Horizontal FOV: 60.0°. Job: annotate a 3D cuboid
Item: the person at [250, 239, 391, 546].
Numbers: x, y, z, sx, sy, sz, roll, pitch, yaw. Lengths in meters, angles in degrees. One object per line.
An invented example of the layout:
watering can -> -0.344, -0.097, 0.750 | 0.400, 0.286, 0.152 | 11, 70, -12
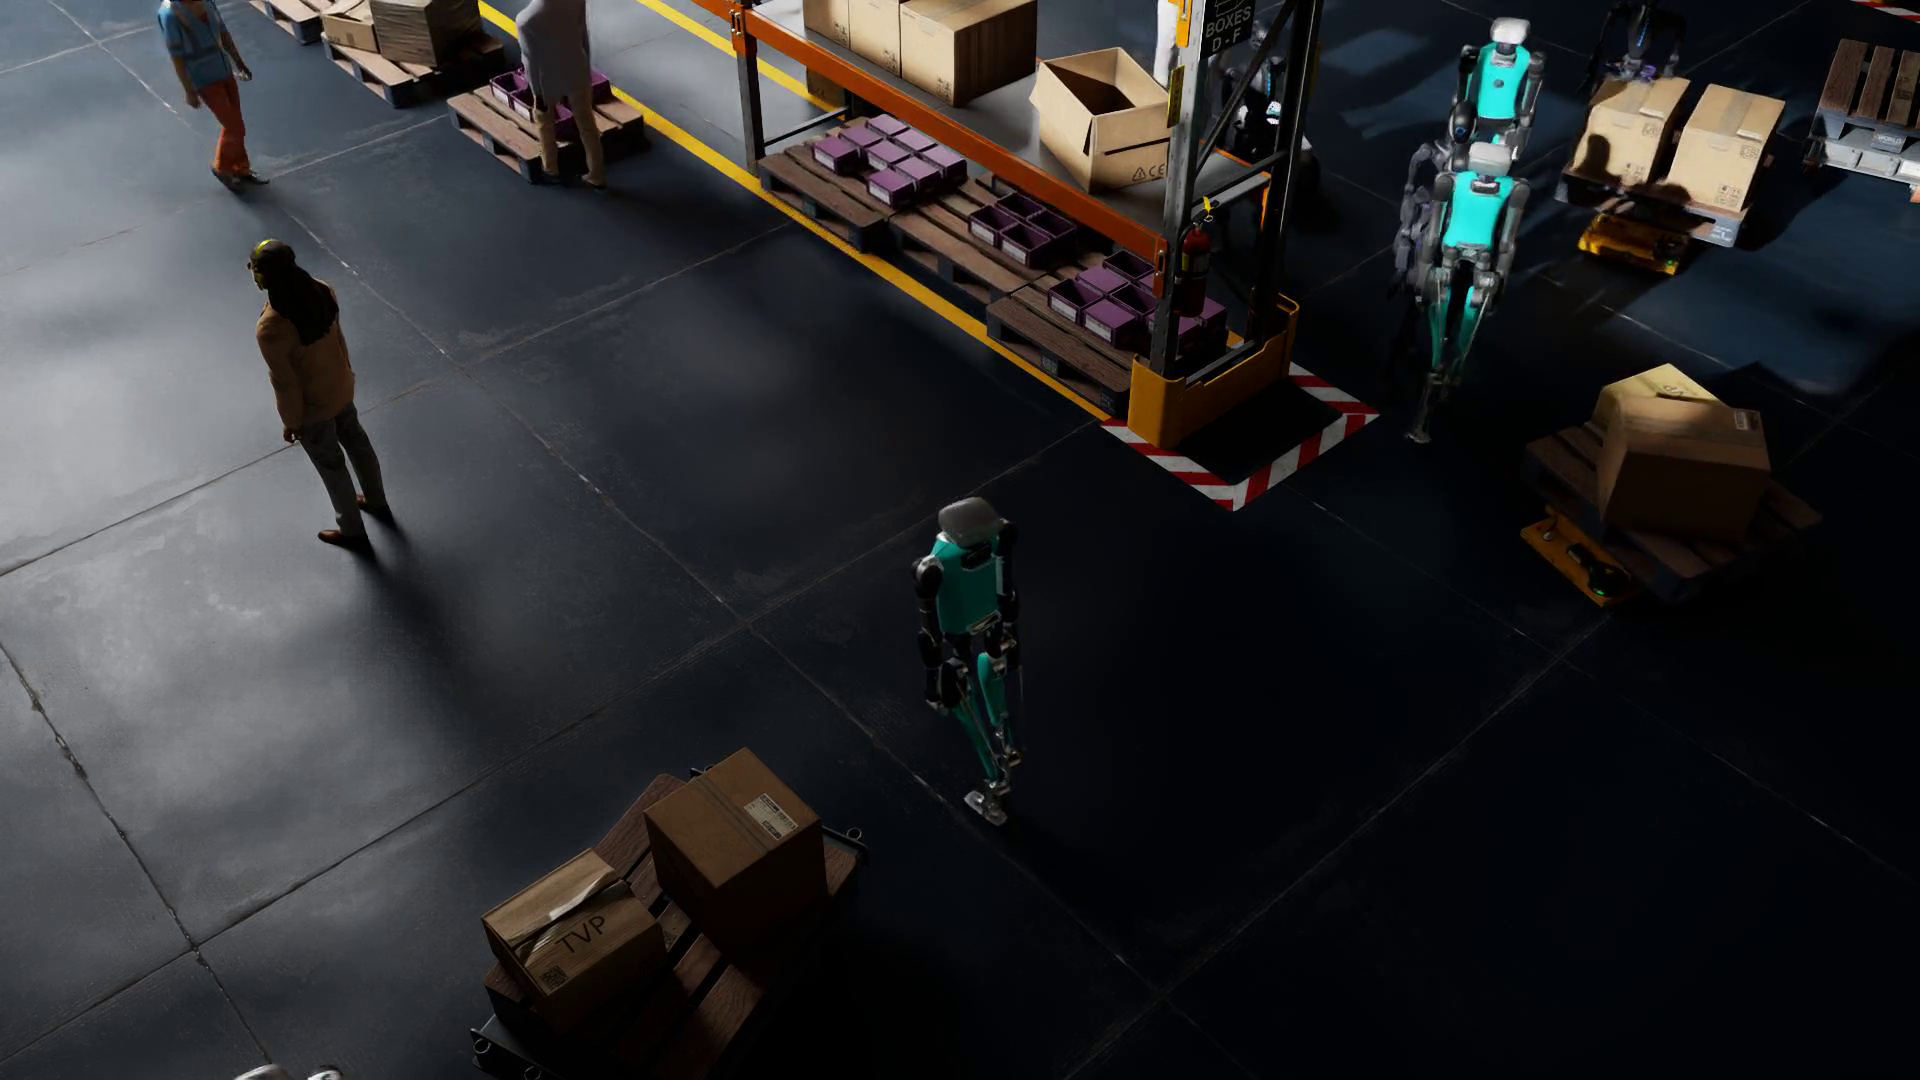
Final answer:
person -> -3.355, -0.757, 8.734 | 0.411, 1.877, 0.553 | 12, 44, 12

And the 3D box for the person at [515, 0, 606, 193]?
person -> -2.814, -3.260, 11.565 | 0.583, 1.725, 0.703 | -31, 51, -29

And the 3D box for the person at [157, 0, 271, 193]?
person -> -5.140, -3.210, 11.494 | 0.406, 1.752, 0.508 | 9, 43, 10

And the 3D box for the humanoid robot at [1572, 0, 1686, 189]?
humanoid robot -> 4.570, -3.130, 11.466 | 0.607, 1.644, 0.374 | 14, 44, 15

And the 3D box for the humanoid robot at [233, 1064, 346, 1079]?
humanoid robot -> -1.984, 2.447, 5.435 | 0.553, 1.911, 0.726 | -31, 51, -29

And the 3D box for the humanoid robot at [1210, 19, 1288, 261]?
humanoid robot -> 1.916, -2.593, 10.877 | 0.601, 1.640, 0.351 | -15, 45, -15

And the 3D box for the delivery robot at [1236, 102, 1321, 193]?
delivery robot -> 2.256, -2.827, 11.963 | 0.499, 0.601, 0.803 | -9, 43, -10

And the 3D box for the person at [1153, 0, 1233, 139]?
person -> 1.589, -3.230, 11.417 | 0.690, 1.880, 0.481 | -29, 50, -28

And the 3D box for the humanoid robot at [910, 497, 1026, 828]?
humanoid robot -> 0.169, 0.700, 7.335 | 0.543, 1.894, 0.724 | -30, 50, -29

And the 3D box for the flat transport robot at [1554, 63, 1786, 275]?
flat transport robot -> 4.869, -2.351, 11.652 | 0.659, 0.231, 1.431 | 22, 47, 22

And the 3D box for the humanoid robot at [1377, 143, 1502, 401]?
humanoid robot -> 2.827, -1.539, 9.729 | 0.590, 1.659, 0.351 | 11, 44, 12

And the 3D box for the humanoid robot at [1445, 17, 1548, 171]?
humanoid robot -> 3.477, -2.730, 10.982 | 0.538, 1.758, 0.912 | 11, 44, 12

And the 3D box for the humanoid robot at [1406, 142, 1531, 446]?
humanoid robot -> 2.845, -1.283, 9.420 | 0.531, 1.765, 0.873 | 5, 43, 6

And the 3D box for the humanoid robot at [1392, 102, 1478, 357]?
humanoid robot -> 2.990, -1.934, 10.202 | 0.598, 1.633, 0.819 | 9, 43, 10

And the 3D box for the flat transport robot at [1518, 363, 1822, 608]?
flat transport robot -> 3.886, -0.101, 9.205 | 1.431, 0.231, 0.659 | -19, 46, -20
